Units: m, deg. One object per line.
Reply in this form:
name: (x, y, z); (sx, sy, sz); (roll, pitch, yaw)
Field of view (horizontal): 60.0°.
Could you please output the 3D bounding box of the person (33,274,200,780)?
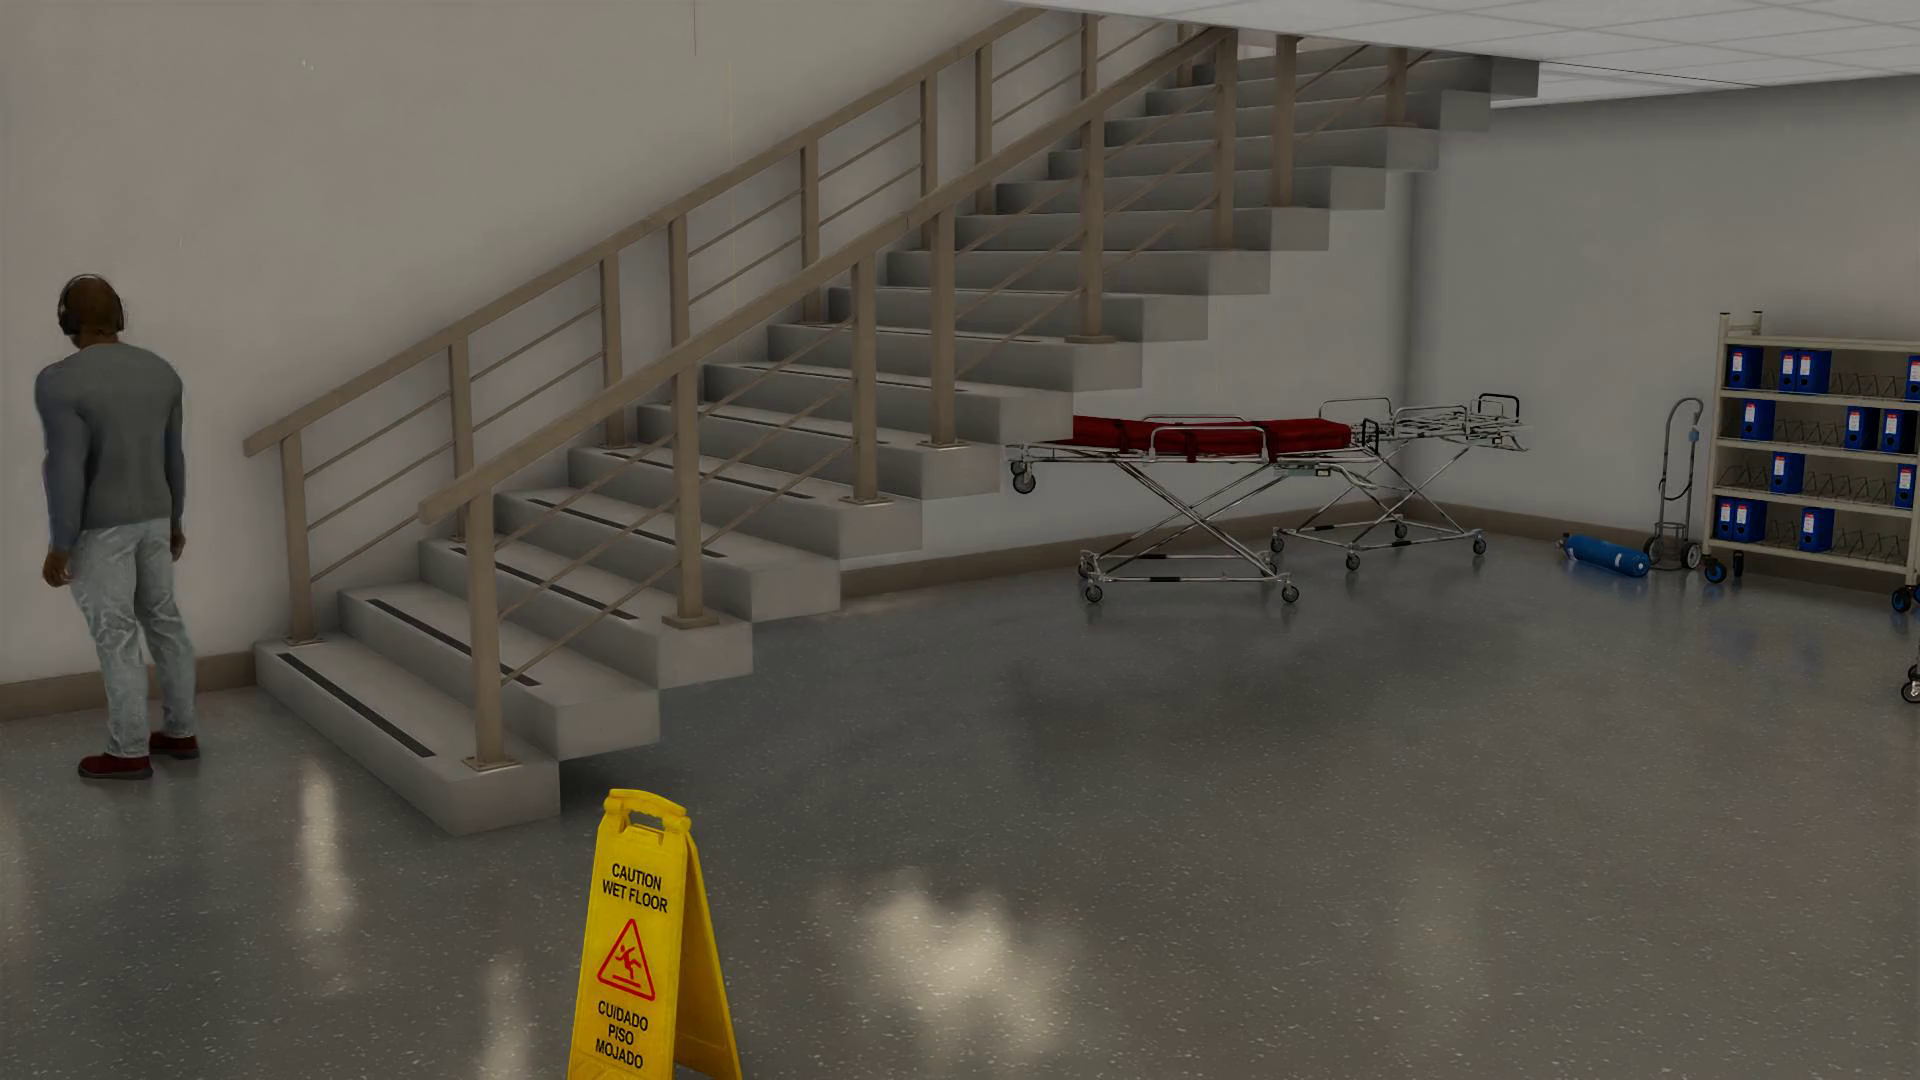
person: (-3.241, -0.040, 6.403); (0.366, 1.933, 0.648); (3, 10, 18)
